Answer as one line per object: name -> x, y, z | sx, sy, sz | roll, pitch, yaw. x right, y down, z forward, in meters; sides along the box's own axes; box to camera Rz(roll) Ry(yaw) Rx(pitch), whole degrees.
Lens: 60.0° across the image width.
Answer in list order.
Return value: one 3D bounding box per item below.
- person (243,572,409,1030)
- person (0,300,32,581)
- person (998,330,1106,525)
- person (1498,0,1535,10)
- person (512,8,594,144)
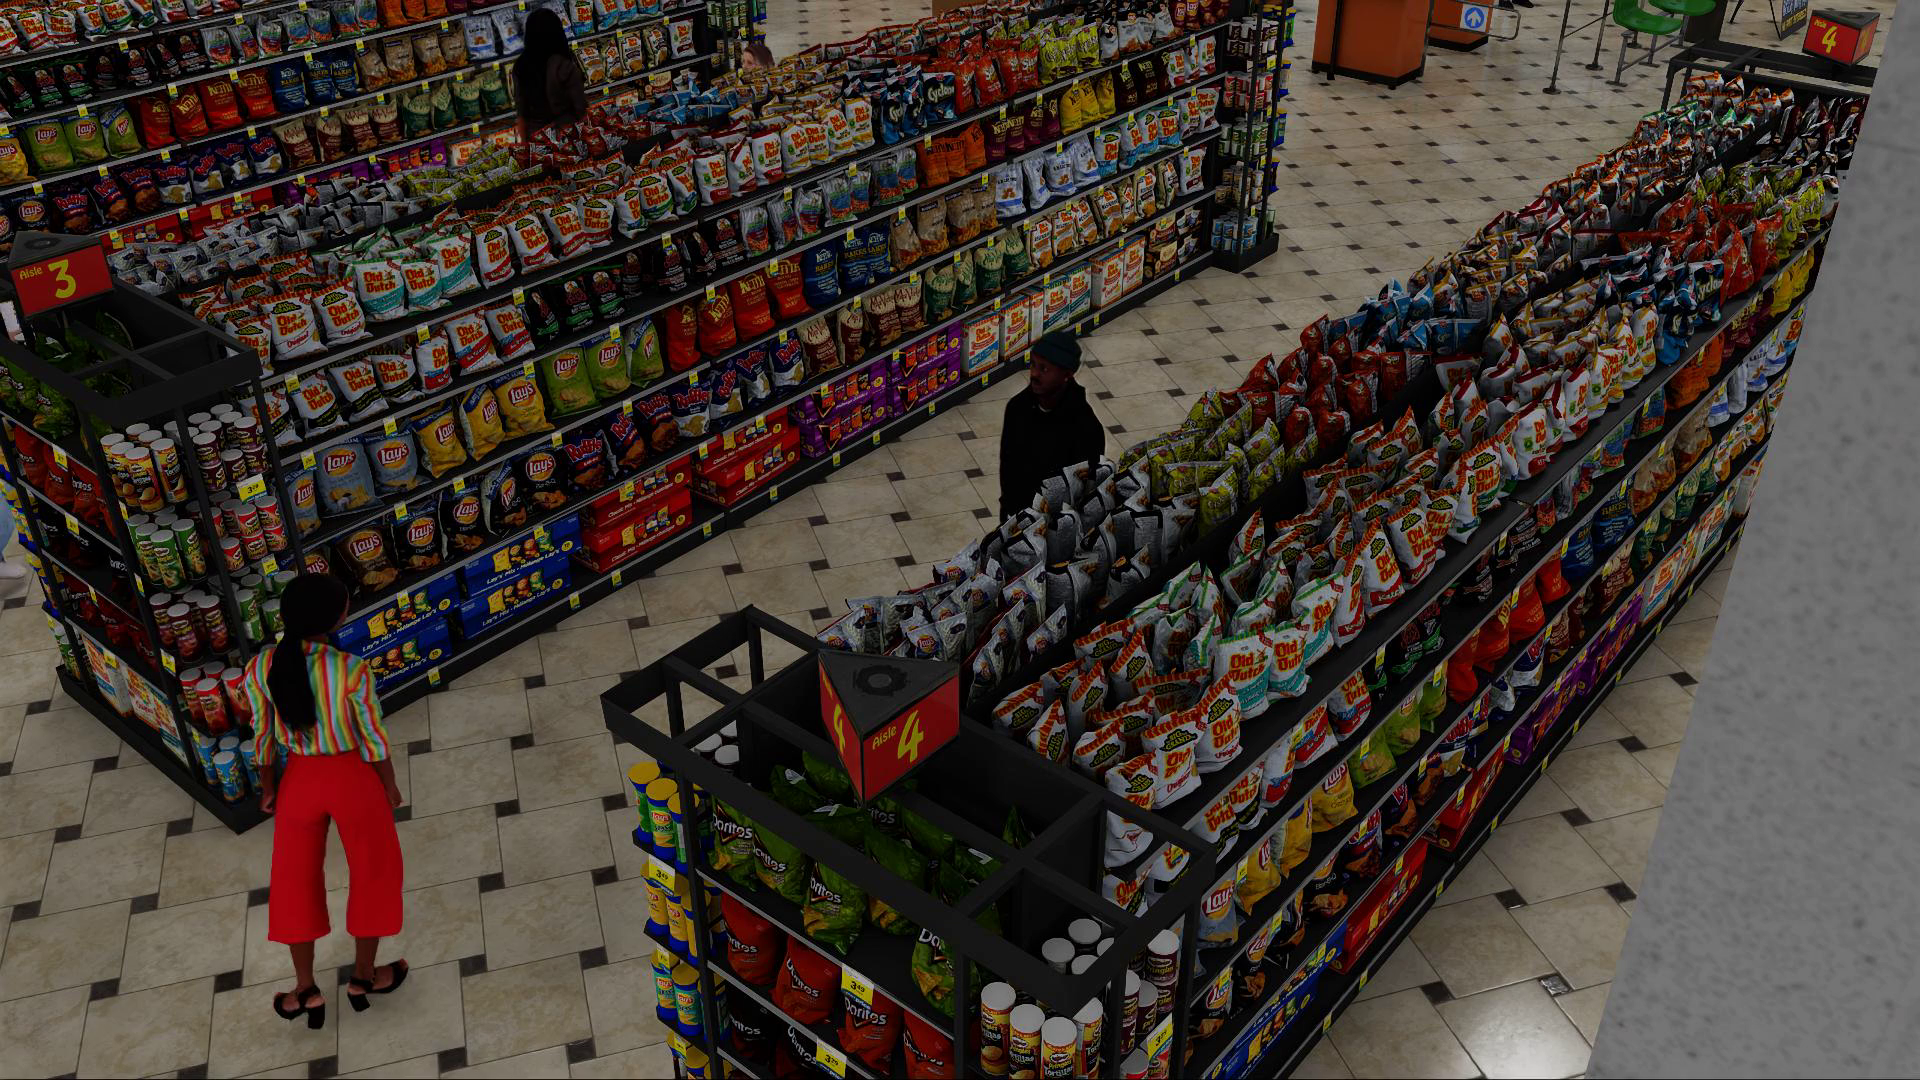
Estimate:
person -> -2.142, 0.917, 5.602 | 0.858, 1.760, 0.903 | -4, 32, -7
person -> -4.674, -0.655, 8.079 | 0.819, 1.813, 1.250 | 16, 35, 24
person -> 0.383, -0.058, 7.115 | 0.676, 1.818, 0.571 | 26, 40, 35
person -> 6.020, -6.586, 17.604 | 0.677, 1.820, 0.810 | -11, 34, -17
person -> -2.758, -2.586, 11.212 | 0.953, 1.783, 1.253 | 10, 33, 15
